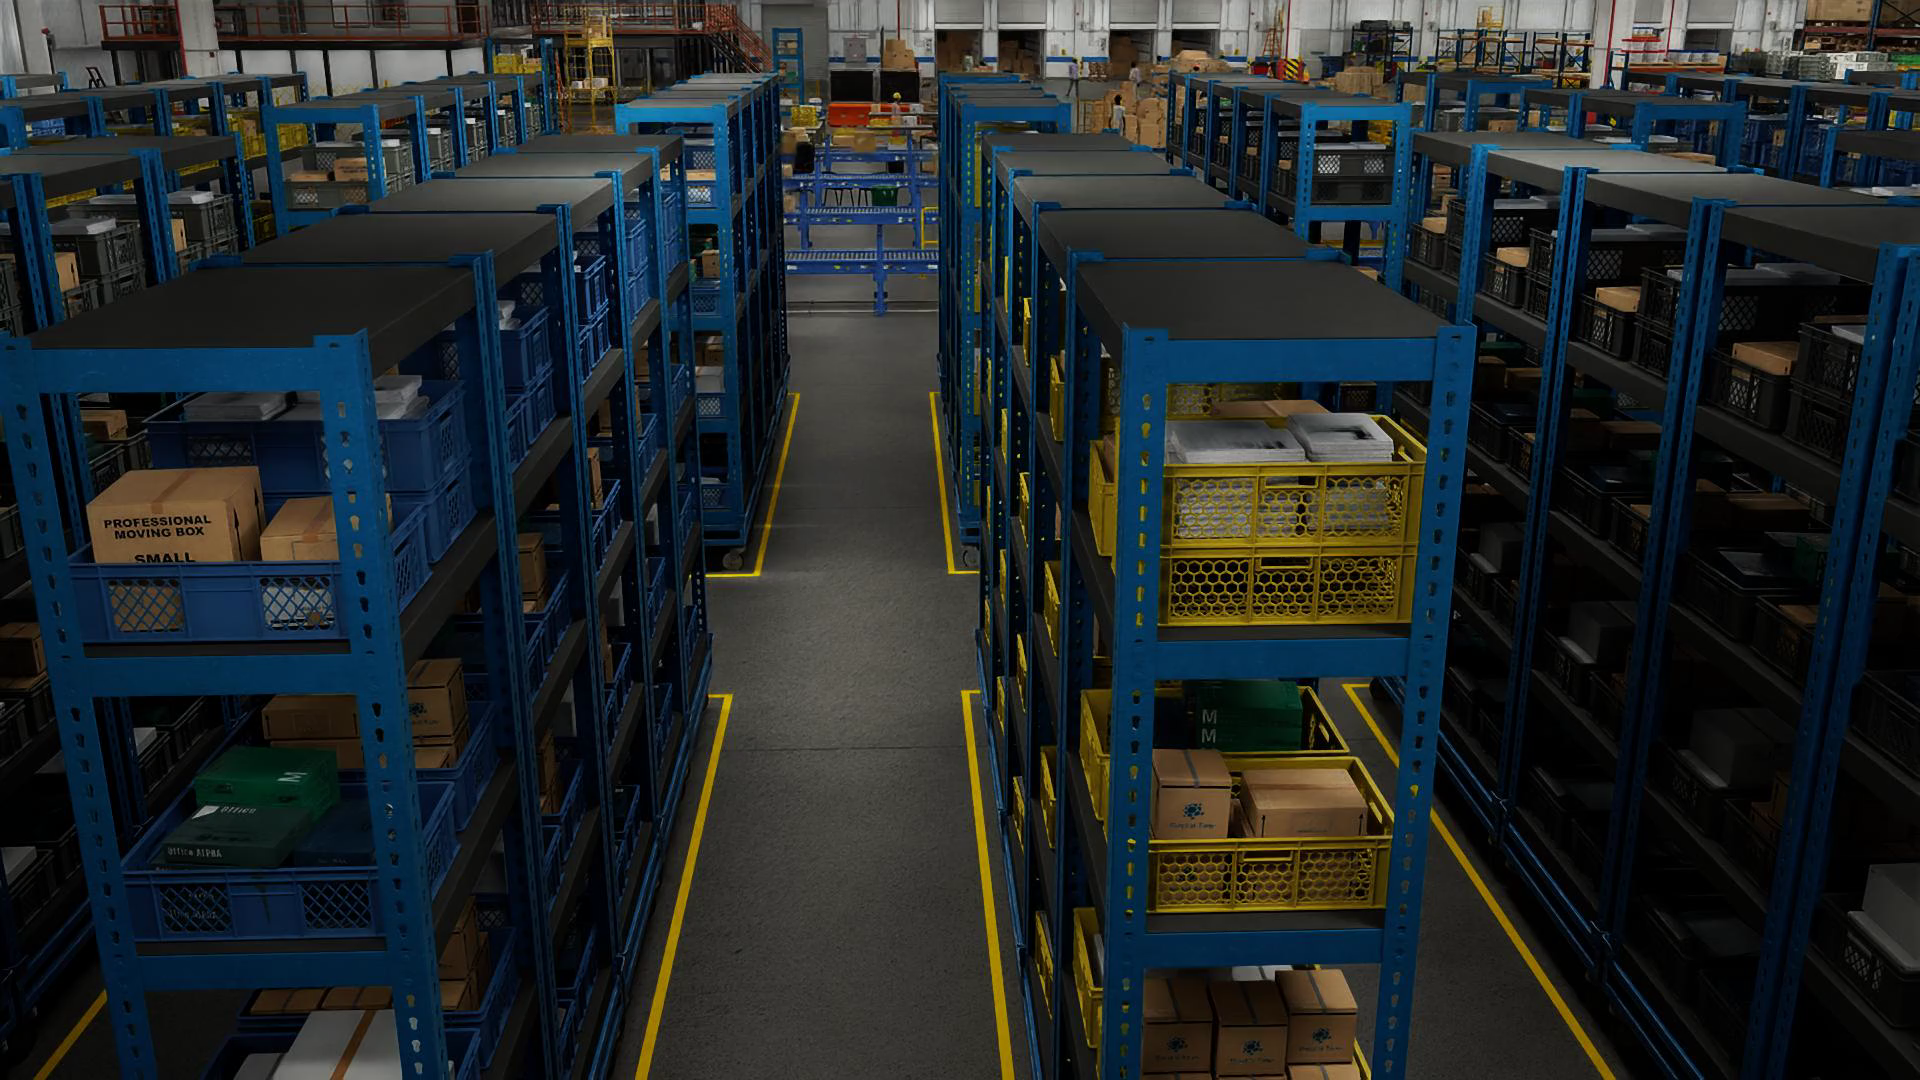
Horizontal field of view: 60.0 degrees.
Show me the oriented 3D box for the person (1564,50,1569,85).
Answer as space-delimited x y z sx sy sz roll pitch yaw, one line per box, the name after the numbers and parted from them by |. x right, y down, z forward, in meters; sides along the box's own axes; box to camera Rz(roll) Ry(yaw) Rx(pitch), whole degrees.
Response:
32.724 -25.636 90.233 0.752 1.859 0.609 -5 19 -15 | person

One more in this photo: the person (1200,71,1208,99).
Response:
8.428 -15.196 57.632 0.684 2.000 0.536 -1 18 -3 | person

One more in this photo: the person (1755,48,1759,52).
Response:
43.503 -25.946 91.075 0.542 1.930 0.375 2 18 5 | person

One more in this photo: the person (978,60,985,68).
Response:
1.038 -20.696 75.005 0.645 1.827 0.462 13 22 34 | person

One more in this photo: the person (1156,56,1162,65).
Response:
10.267 -24.161 85.940 0.352 1.690 0.557 0 18 -1 | person

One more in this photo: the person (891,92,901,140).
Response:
-1.874 -12.350 49.266 0.326 1.767 0.533 -6 19 -19 | person

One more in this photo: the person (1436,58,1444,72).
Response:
23.363 -22.523 80.815 0.555 1.715 0.516 -5 19 -16 | person

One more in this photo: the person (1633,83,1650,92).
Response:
24.423 -15.858 59.800 0.367 1.966 0.606 -14 22 -36 | person

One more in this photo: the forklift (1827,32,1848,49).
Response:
46.023 -25.321 87.619 1.129 2.768 1.873 -1 18 -2 | forklift

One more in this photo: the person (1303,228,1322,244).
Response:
3.772 -2.440 18.232 0.612 1.995 0.379 -9 20 -25 | person

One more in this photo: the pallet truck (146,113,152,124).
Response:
-18.087 -8.309 36.390 1.885 1.965 0.823 -1 18 -4 | pallet truck

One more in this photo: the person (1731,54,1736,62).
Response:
42.784 -26.082 91.996 0.700 1.614 0.524 7 19 20 | person

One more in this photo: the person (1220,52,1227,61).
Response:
13.456 -23.911 84.851 0.591 1.890 0.919 -15 23 -38 | person

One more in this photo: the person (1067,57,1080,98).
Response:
5.296 -21.671 77.917 0.608 1.890 0.691 10 20 28 | person

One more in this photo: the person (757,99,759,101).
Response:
-7.294 -16.160 60.915 0.836 1.863 0.594 4 18 11 | person

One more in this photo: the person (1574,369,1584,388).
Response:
4.285 -0.325 11.956 0.585 1.856 0.395 -13 22 -35 | person

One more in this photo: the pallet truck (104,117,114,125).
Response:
-18.367 -7.885 35.078 1.885 1.965 0.823 1 18 2 | pallet truck

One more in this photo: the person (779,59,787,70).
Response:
-9.650 -25.676 90.221 0.545 1.942 0.353 8 20 24 | person

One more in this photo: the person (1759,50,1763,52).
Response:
42.713 -25.247 88.992 0.643 1.896 1.014 10 20 28 | person

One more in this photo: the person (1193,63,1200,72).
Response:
9.286 -17.771 65.623 0.601 2.035 0.410 4 18 13 | person

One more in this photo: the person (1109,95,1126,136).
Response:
4.372 -11.396 46.148 0.510 1.872 0.329 8 19 22 | person

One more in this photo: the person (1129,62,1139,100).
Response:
7.597 -20.243 73.629 0.949 1.798 0.656 -6 19 -17 | person

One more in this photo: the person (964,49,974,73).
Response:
0.424 -25.413 89.427 0.613 1.927 0.621 15 23 39 | person

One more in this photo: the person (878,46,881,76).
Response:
-4.367 -26.748 93.525 0.550 1.949 0.664 1 18 3 | person

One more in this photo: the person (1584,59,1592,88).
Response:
28.549 -20.970 75.813 0.351 1.846 0.507 -7 19 -20 | person

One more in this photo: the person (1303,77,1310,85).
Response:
11.714 -14.789 56.599 0.556 1.906 0.912 13 22 35 | person

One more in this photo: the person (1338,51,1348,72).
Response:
19.520 -23.828 84.492 0.967 1.948 0.620 -12 22 -33 | person

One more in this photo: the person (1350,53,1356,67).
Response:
20.821 -24.942 88.238 0.329 1.765 0.525 12 22 34 | person

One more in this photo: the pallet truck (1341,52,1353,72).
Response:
18.794 -23.123 82.231 0.823 1.965 1.885 -13 22 -35 | pallet truck
